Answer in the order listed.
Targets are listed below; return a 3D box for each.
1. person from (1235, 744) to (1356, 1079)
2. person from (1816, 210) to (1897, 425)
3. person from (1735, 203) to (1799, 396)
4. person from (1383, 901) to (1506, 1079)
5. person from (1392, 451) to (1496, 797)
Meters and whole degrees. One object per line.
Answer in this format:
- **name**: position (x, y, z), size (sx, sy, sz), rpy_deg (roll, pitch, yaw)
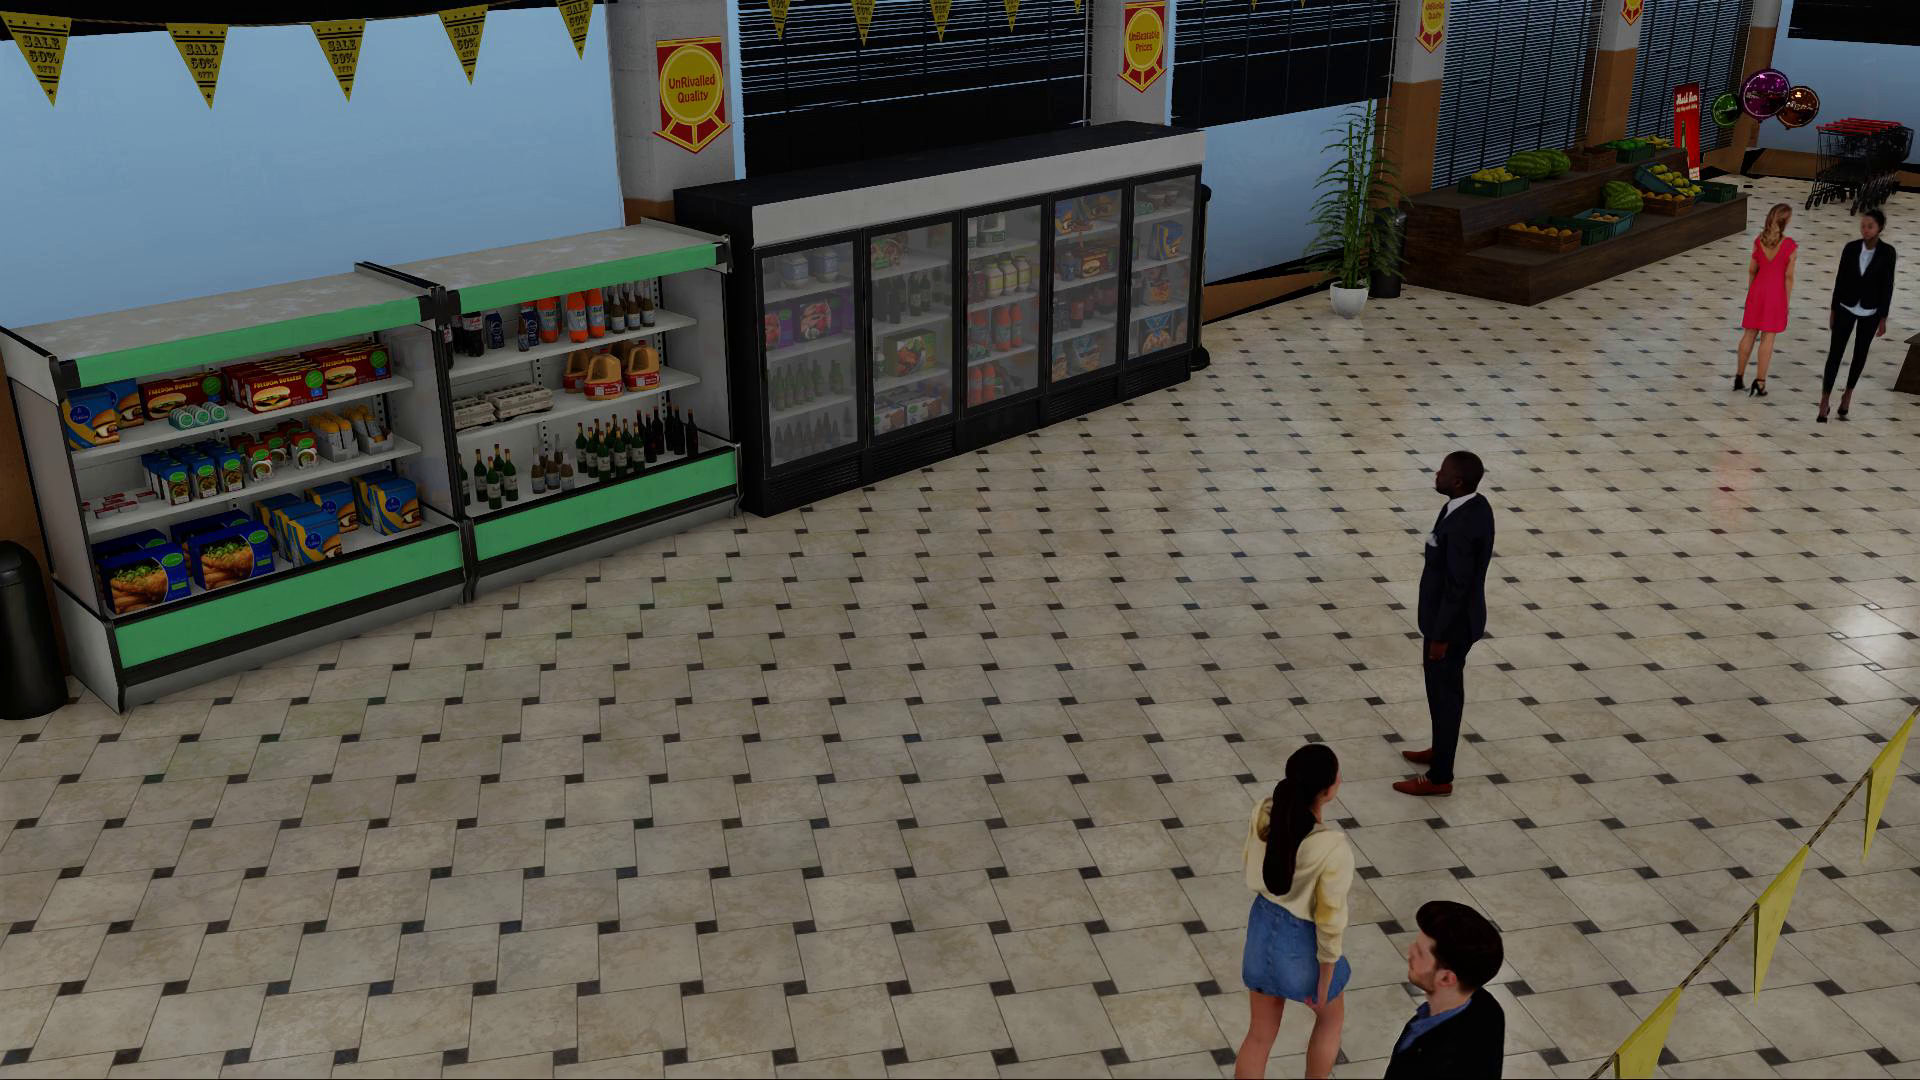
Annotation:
- **person**: position (1.132, 1.503, 5.972), size (0.635, 1.610, 0.732), rpy_deg (20, 29, 40)
- **person**: position (7.671, -1.893, 14.167), size (0.737, 1.802, 1.067), rpy_deg (15, 26, 33)
- **person**: position (7.253, -2.173, 14.963), size (0.600, 1.727, 0.617), rpy_deg (-13, 25, -30)
- **person**: position (1.345, 1.852, 4.729), size (0.834, 1.891, 0.688), rpy_deg (9, 24, 21)
- **person**: position (2.470, 0.417, 8.389), size (0.831, 1.824, 0.670), rpy_deg (9, 24, 21)
